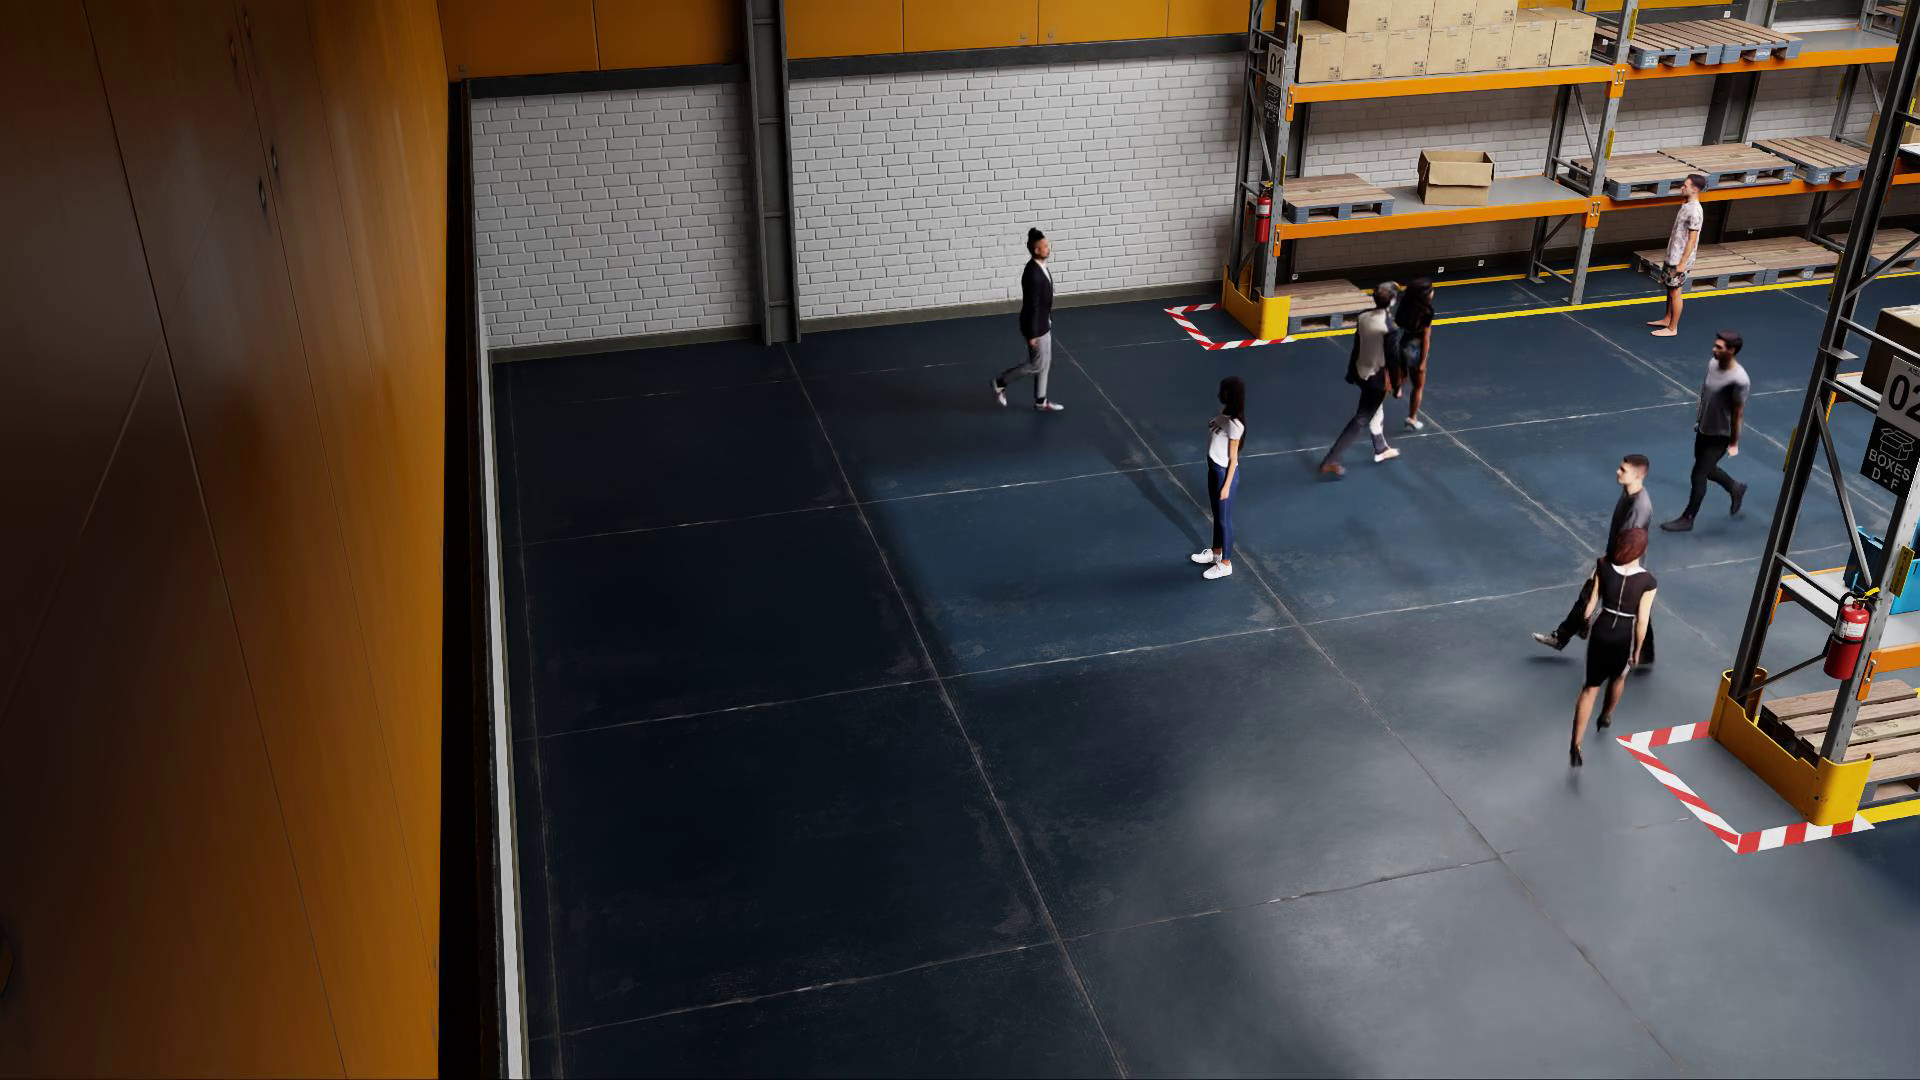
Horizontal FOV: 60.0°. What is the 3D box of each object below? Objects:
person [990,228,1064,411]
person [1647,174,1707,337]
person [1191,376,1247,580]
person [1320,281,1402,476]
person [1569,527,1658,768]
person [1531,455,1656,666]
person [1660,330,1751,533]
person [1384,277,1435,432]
[{"bbox_3d":[0.671,-2.180,16.586,1.111,1.937,0.958,5,29,8],"label":"person"},{"bbox_3d":[8.049,-3.183,18.553,0.729,1.815,0.749,6,29,11],"label":"person"},{"bbox_3d":[2.182,-0.530,13.730,0.540,1.776,0.604,-4,29,-8],"label":"person"},{"bbox_3d":[3.721,-1.443,15.330,1.240,1.848,0.800,-11,30,-19],"label":"person"},{"bbox_3d":[4.422,0.767,11.374,1.062,1.756,1.175,18,33,30],"label":"person"},{"bbox_3d":[5.060,0.205,12.452,1.218,1.709,0.863,1,29,1],"label":"person"},{"bbox_3d":[6.640,-0.928,14.408,1.122,1.826,0.780,-6,29,-11],"label":"person"},{"bbox_3d":[4.323,-1.771,16.183,0.931,1.606,0.655,-12,31,-21],"label":"person"}]
